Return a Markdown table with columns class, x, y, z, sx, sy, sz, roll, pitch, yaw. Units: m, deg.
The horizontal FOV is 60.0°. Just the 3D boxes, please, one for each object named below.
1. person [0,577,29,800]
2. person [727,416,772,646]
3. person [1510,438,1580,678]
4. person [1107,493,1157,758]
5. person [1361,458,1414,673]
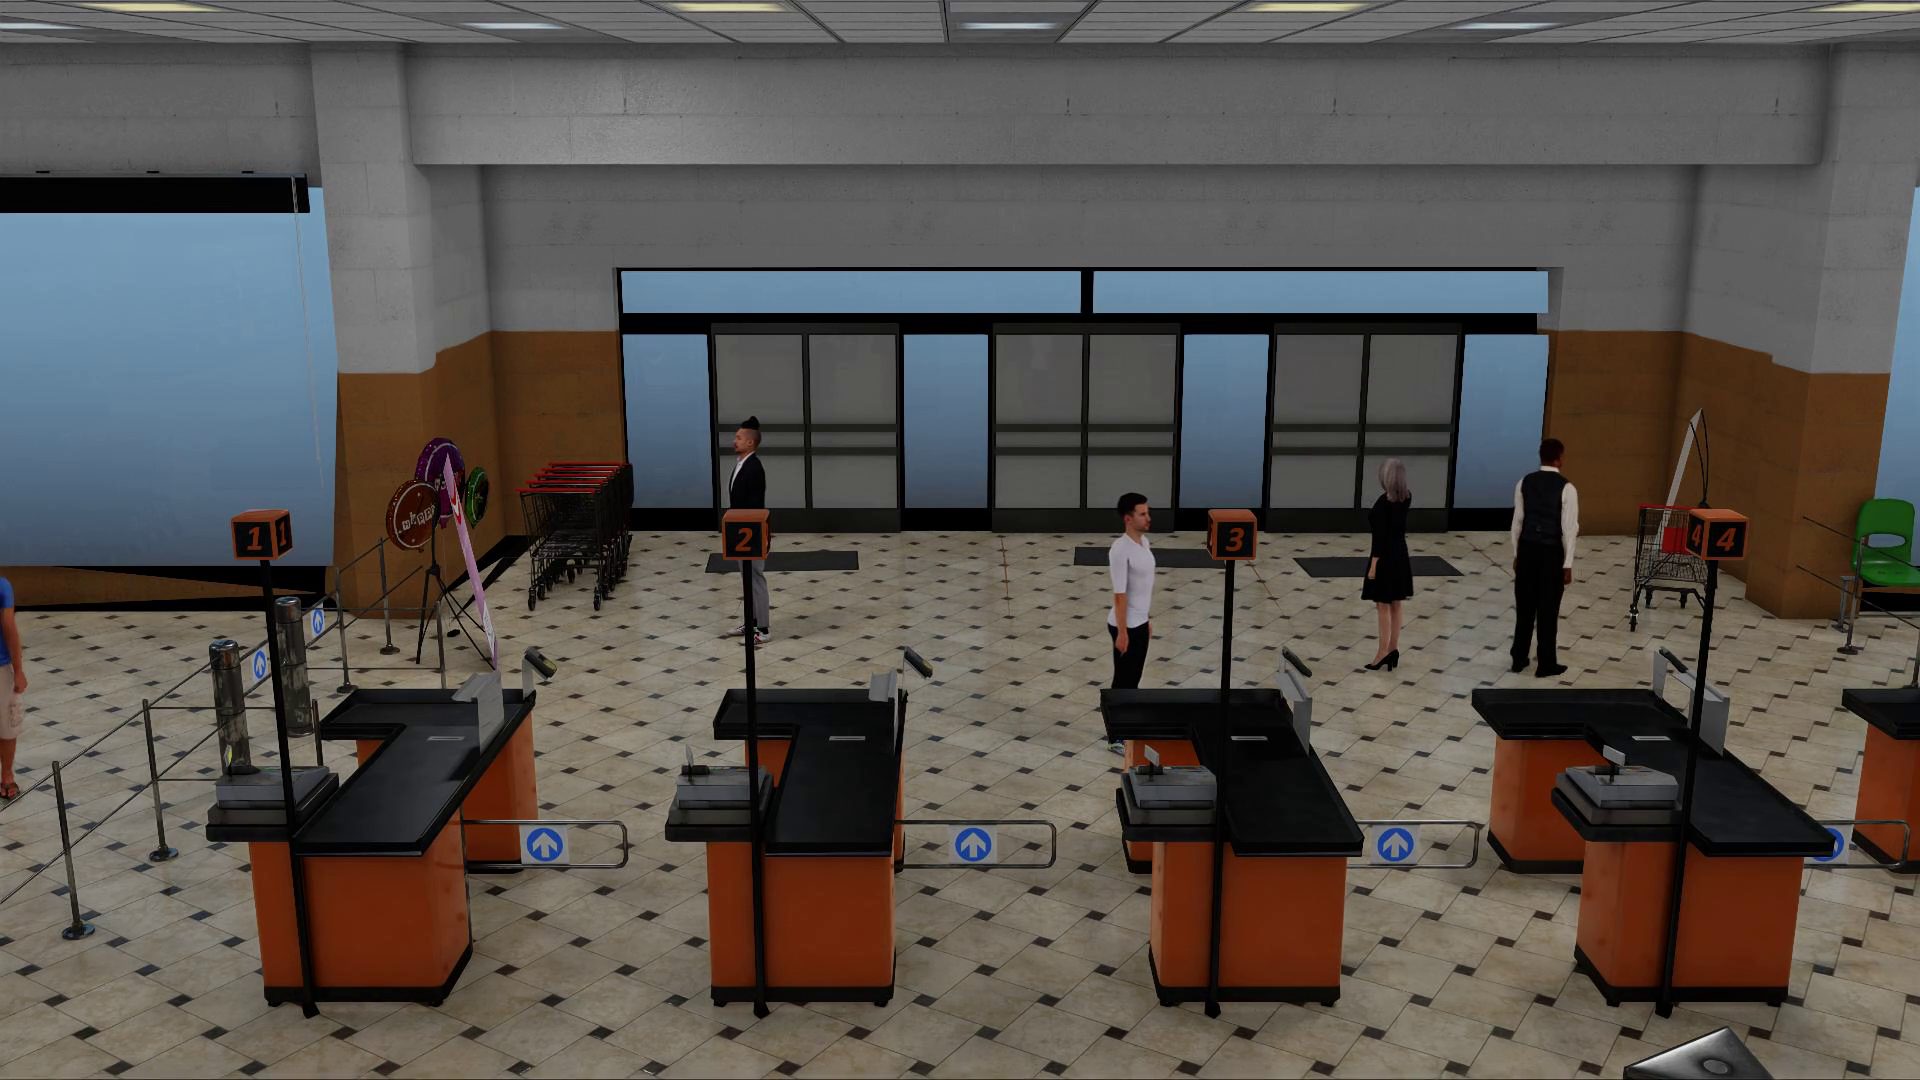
| class | x | y | z | sx | sy | sz | roll | pitch | yaw |
| --- | --- | --- | --- | --- | --- | --- | --- | --- | --- |
| person | -6.247 | 0.832 | 10.644 | 1.009 | 1.822 | 1.268 | -7 | 15 | -26 |
| person | -1.783 | -0.089 | 14.184 | 0.848 | 1.943 | 0.694 | -6 | 15 | -23 |
| person | 4.663 | 0.131 | 13.334 | 0.829 | 1.917 | 0.763 | -13 | 19 | -42 |
| person | 1.188 | 0.573 | 11.654 | 0.808 | 1.851 | 0.683 | 7 | 15 | 28 |
| person | 3.453 | 0.195 | 13.431 | 0.698 | 1.747 | 0.754 | -13 | 19 | -42 |
